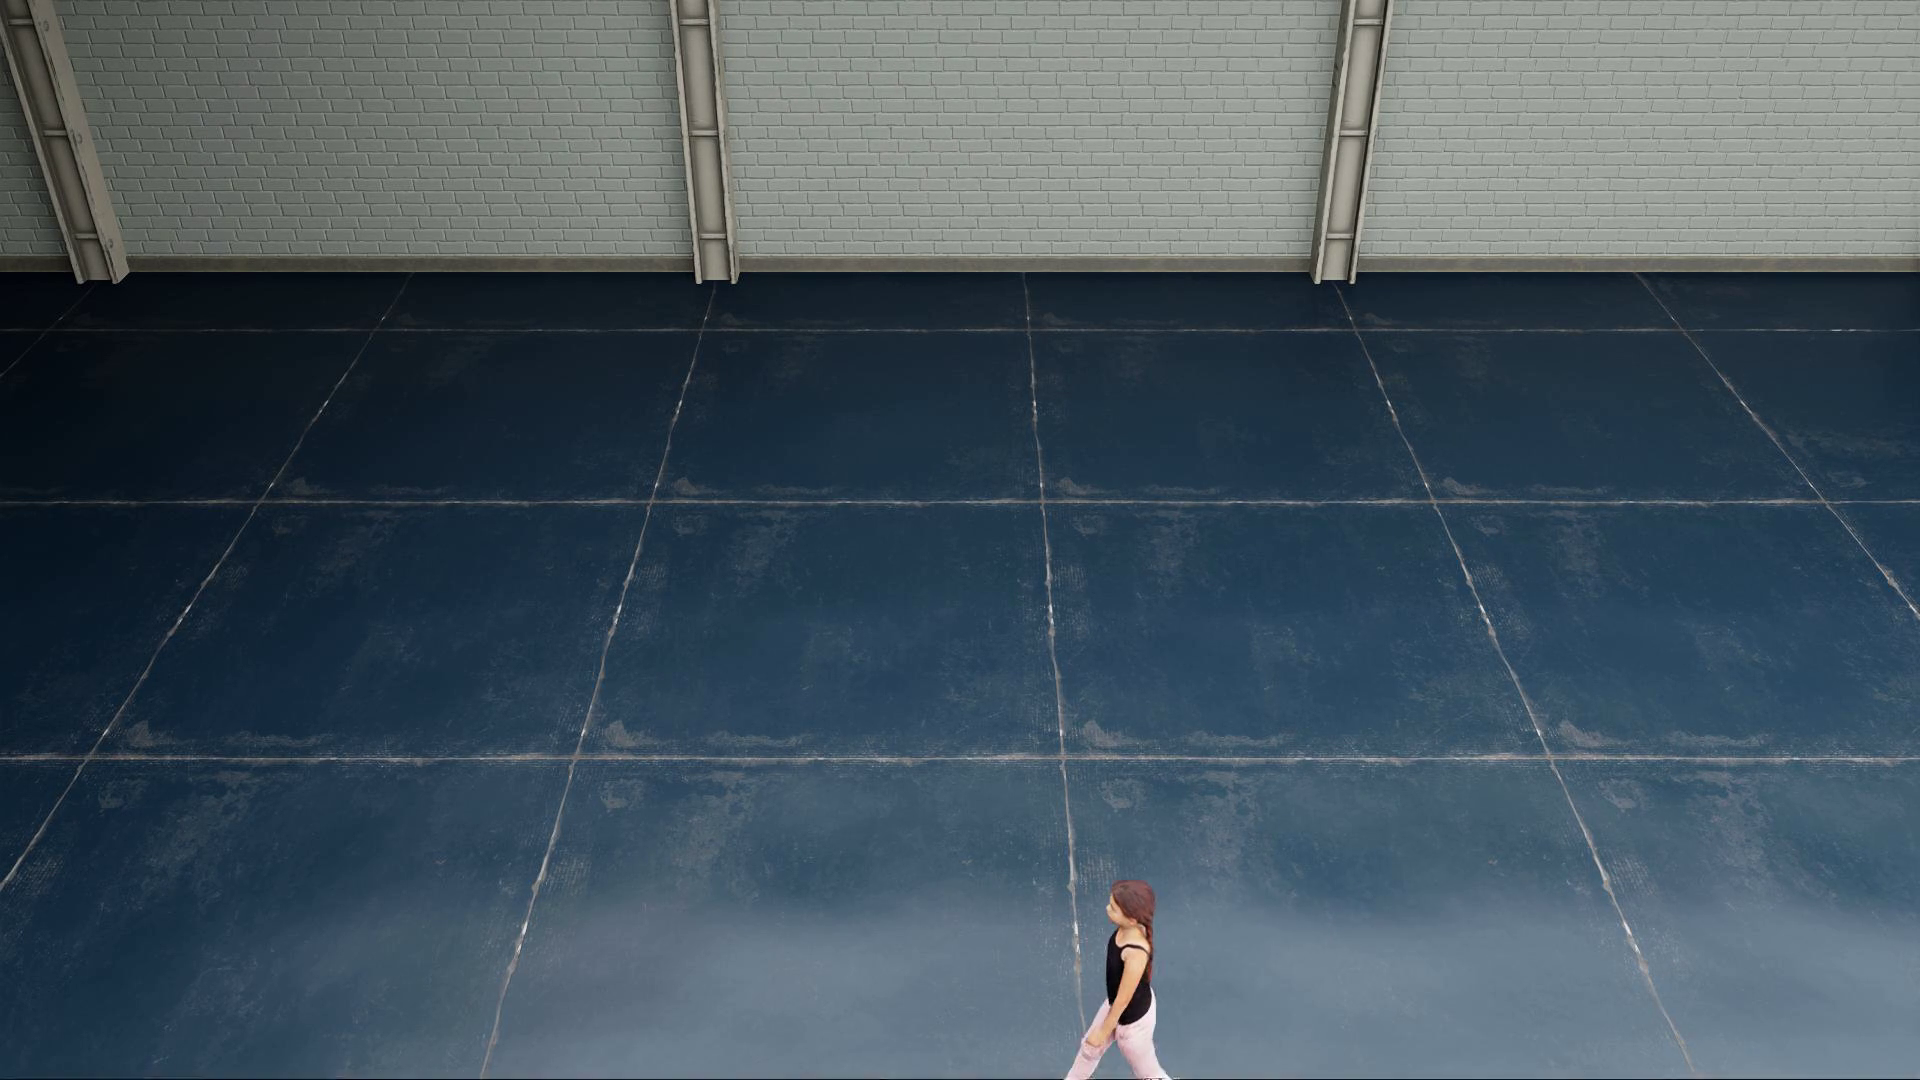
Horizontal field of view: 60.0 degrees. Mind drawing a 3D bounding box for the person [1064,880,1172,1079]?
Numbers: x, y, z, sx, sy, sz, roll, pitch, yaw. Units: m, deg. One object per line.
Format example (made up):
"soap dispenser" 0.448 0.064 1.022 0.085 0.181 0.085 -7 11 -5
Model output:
"person" 0.837 2.167 7.560 1.027 1.522 0.546 2 33 2
